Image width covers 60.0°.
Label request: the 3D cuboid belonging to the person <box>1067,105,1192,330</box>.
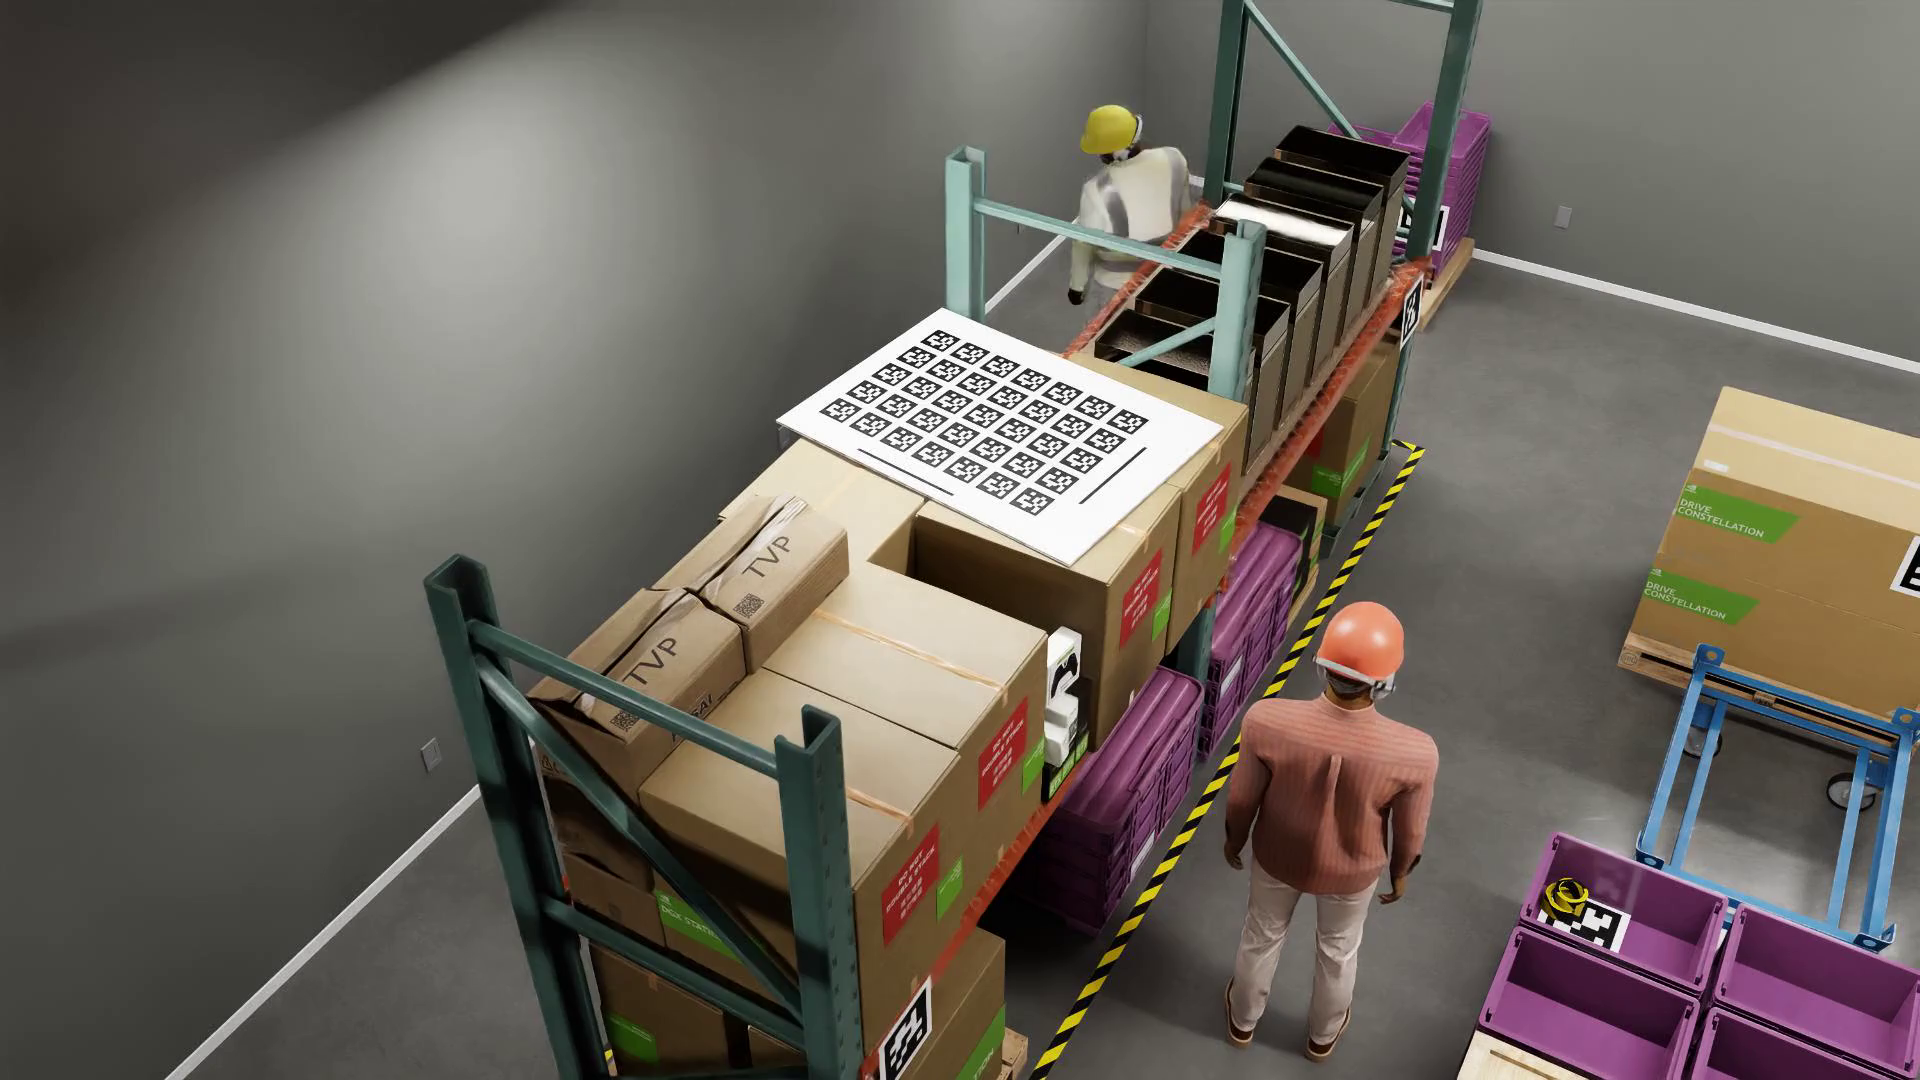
[{"bbox_3d":[0.846,-1.350,8.333,0.667,1.783,0.425,-17,43,-19],"label":"person"}]

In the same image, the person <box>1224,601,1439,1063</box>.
[{"bbox_3d":[1.161,0.991,5.378,0.622,1.985,0.388,10,41,12],"label":"person"}]
